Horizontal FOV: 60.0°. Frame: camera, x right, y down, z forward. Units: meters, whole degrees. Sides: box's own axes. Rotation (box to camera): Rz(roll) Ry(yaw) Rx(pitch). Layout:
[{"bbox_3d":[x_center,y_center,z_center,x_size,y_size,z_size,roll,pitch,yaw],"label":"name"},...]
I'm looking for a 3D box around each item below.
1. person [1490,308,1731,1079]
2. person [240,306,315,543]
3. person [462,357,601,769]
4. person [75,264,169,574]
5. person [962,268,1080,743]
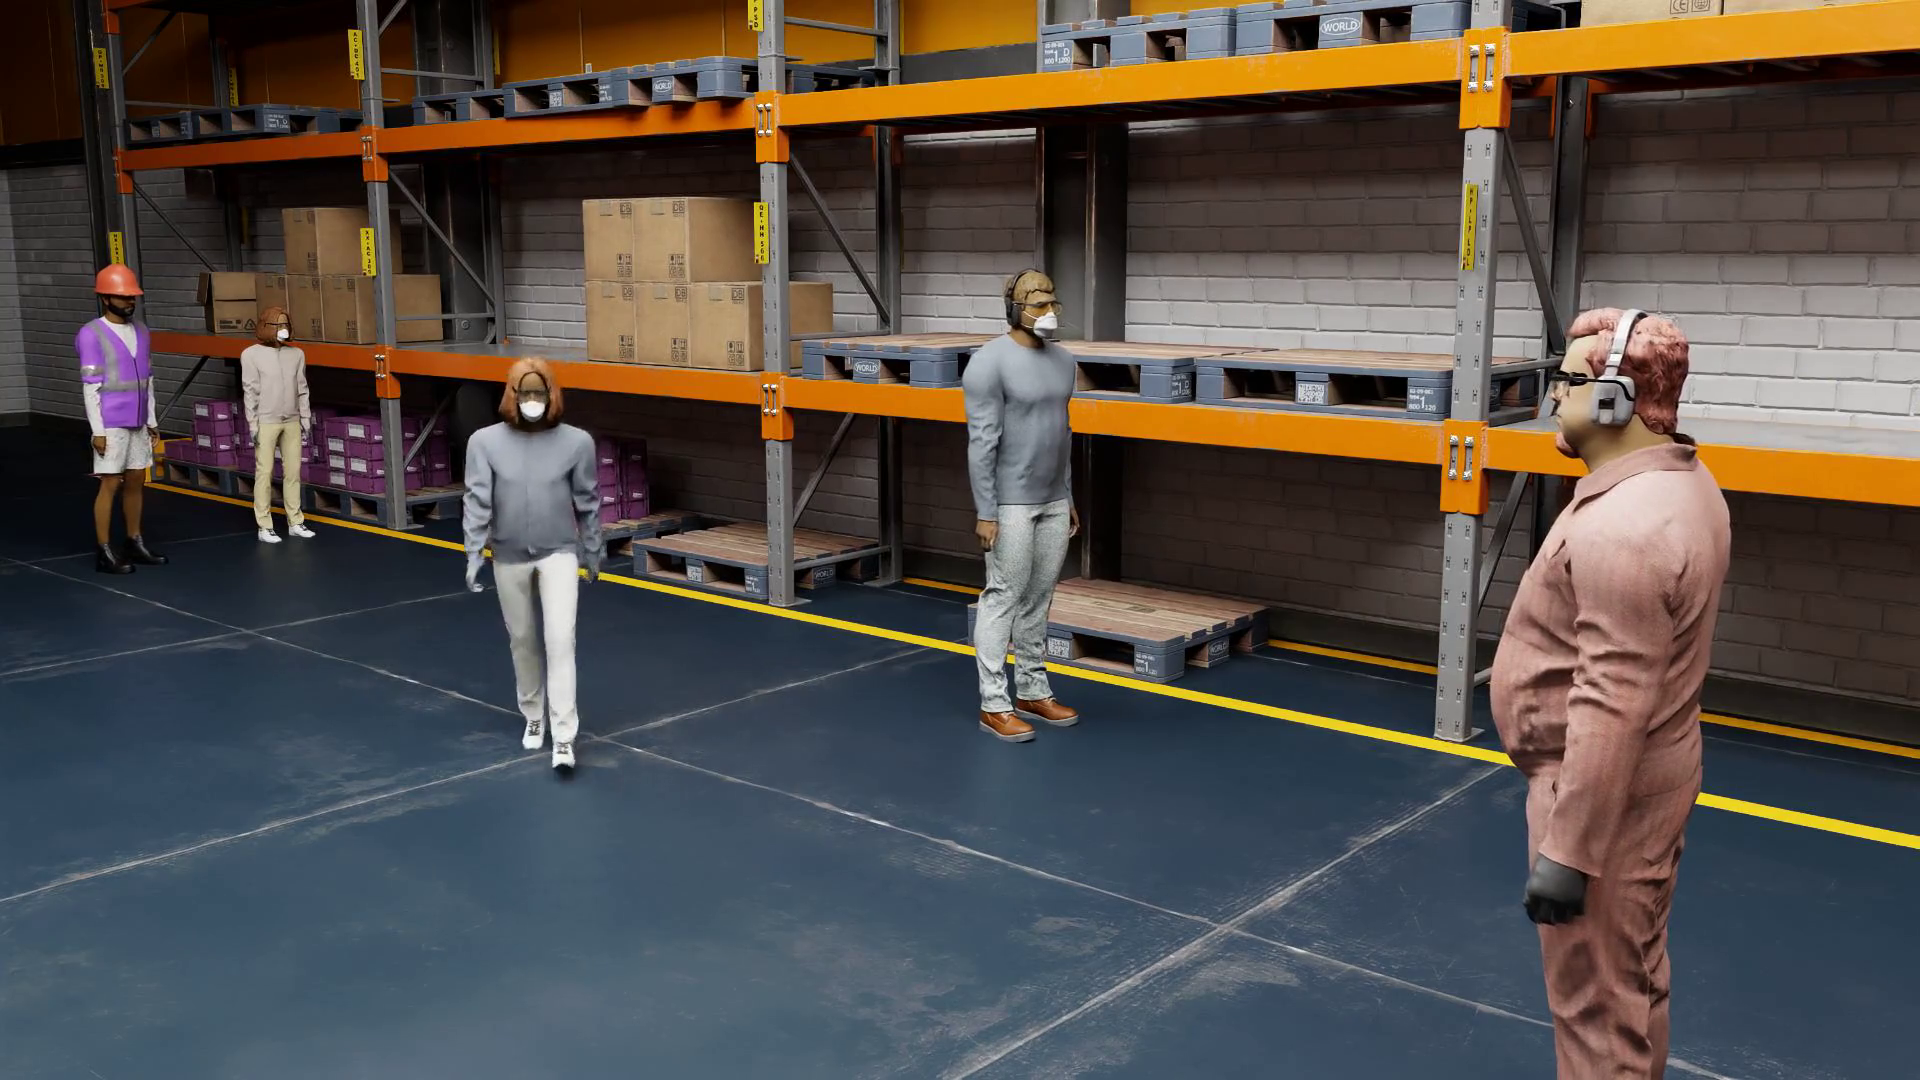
[{"bbox_3d":[1.242,0.507,3.271,0.406,1.910,0.639,6,12,31],"label":"person"},{"bbox_3d":[-4.717,-0.799,11.511,0.277,1.629,0.497,7,12,33],"label":"person"},{"bbox_3d":[-1.658,0.100,6.465,0.503,1.592,0.836,-1,10,-8],"label":"person"},{"bbox_3d":[-5.214,-0.748,10.399,0.432,1.925,0.549,3,10,16],"label":"person"},{"bbox_3d":[0.276,-0.148,6.911,0.361,1.938,0.635,8,13,40],"label":"person"}]
